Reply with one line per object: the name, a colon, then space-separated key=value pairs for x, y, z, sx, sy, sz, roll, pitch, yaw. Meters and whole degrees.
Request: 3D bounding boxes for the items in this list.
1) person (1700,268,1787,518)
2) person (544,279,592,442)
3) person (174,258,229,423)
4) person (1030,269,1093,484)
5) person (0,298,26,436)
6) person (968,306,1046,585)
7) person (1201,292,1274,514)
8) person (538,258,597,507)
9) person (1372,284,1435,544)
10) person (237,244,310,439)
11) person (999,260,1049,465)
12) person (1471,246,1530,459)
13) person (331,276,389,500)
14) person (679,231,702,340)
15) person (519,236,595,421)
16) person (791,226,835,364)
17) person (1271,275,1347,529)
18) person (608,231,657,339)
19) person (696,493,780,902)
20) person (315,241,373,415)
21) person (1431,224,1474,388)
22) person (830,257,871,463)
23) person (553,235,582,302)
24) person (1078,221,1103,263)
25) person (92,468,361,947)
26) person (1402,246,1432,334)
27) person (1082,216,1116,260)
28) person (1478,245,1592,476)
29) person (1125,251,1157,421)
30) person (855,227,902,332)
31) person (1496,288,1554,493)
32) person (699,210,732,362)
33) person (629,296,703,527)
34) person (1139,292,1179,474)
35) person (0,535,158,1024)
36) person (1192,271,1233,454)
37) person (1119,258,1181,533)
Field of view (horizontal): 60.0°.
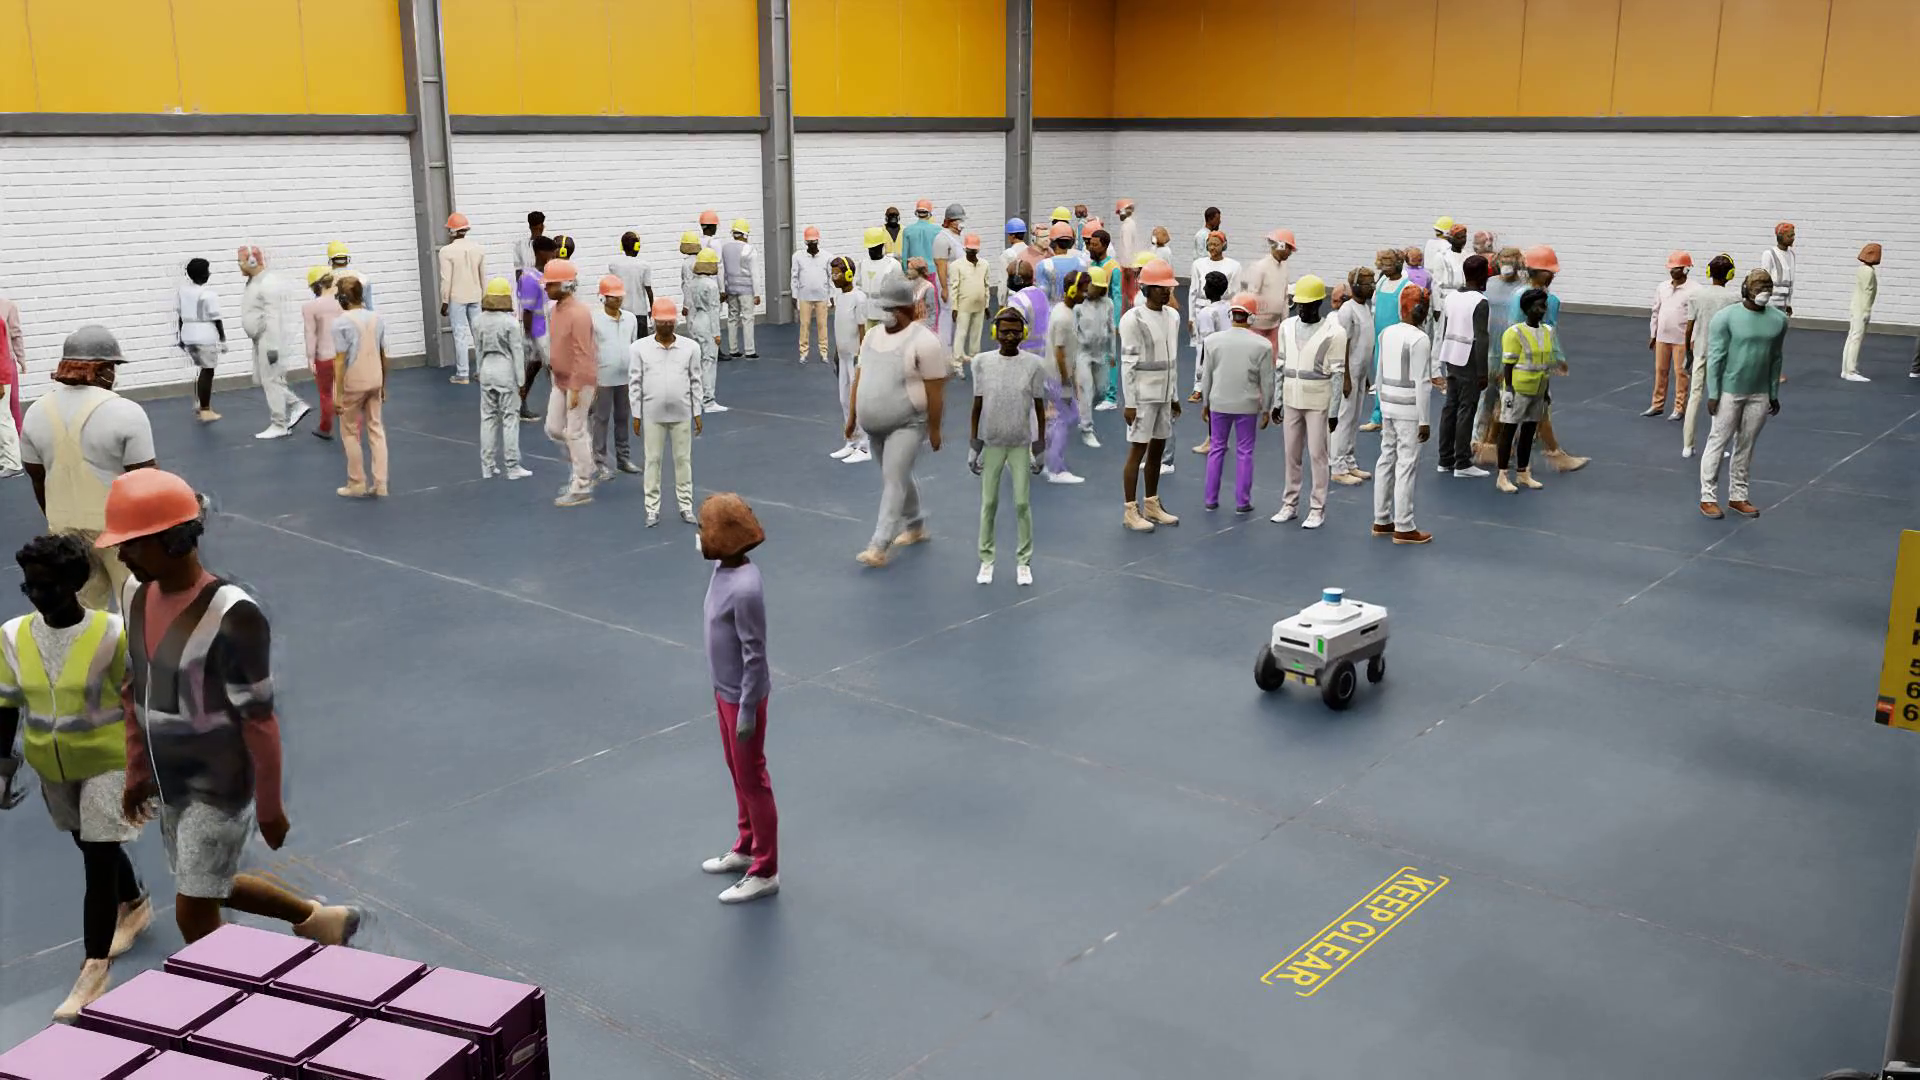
person: x=6.077 y=-1.134 z=12.910 sx=0.627 sy=1.941 sz=0.374 roll=-2 pitch=14 yaw=-8
person: x=-3.753 y=-1.740 z=15.963 sx=0.516 sy=1.633 sz=0.317 roll=6 pitch=15 yaw=24
person: x=-7.768 y=-2.054 z=17.097 sx=0.566 sy=1.677 sz=0.444 roll=6 pitch=15 yaw=23
person: x=0.864 y=-1.366 z=14.037 sx=0.508 sy=1.836 sz=0.576 roll=2 pitch=14 yaw=9
person: x=-8.922 y=-1.656 z=15.364 sx=0.525 sy=1.760 sz=0.340 roll=-12 pitch=18 yaw=-40
person: x=0.311 y=-0.616 z=11.019 sx=0.517 sy=1.857 sz=0.322 roll=1 pitch=14 yaw=6
person: x=2.178 y=-1.071 z=13.073 sx=0.574 sy=1.737 sz=0.354 roll=5 pitch=15 yaw=20
person: x=-3.132 y=-1.261 z=13.336 sx=0.434 sy=1.982 sz=0.659 roll=-11 pitch=18 yaw=-38
person: x=3.253 y=-0.917 z=12.153 sx=0.356 sy=1.887 sz=0.573 roll=-5 pitch=15 yaw=-19
person: x=-6.736 y=-1.942 z=16.254 sx=0.511 sy=1.885 sz=0.684 roll=-11 pitch=18 yaw=-37
person: x=0.557 y=-1.589 z=14.955 sx=0.429 sy=1.837 sz=0.630 roll=8 pitch=16 yaw=29
person: x=4.968 y=-1.716 z=15.237 sx=0.631 sy=1.940 sz=0.372 roll=6 pitch=15 yaw=22
person: x=-4.896 y=-1.228 z=13.509 sx=0.511 sy=1.829 sz=0.566 roll=8 pitch=16 yaw=30
person: x=-3.272 y=-2.897 z=20.357 sx=0.295 sy=1.744 sz=0.484 roll=4 pitch=15 yaw=16
person: x=-4.176 y=-2.142 z=17.009 sx=1.006 sy=1.898 sz=0.620 roll=0 pitch=14 yaw=-2
person: x=-1.875 y=-3.130 z=21.263 sx=0.572 sy=1.750 sz=0.331 roll=-2 pitch=14 yaw=-7
person: x=2.623 y=-1.045 z=12.605 sx=0.585 sy=1.918 sz=0.394 roll=13 pitch=19 yaw=43
person: x=-3.623 y=-2.485 z=18.474 sx=0.532 sy=1.860 sz=0.319 roll=1 pitch=14 yaw=6
person: x=-0.882 y=0.612 z=6.552 sx=0.266 sy=1.631 sz=0.507 roll=-5 pitch=15 yaw=-19
person: x=-6.485 y=-2.233 z=17.550 sx=0.591 sy=1.824 sz=0.405 roll=-9 pitch=17 yaw=-33
person: x=5.738 y=-2.722 z=19.373 sx=0.574 sy=1.883 sz=0.356 roll=-7 pitch=16 yaw=-27
person: x=-1.012 y=-1.632 z=15.083 sx=0.345 sy=1.856 sz=0.525 roll=-9 pitch=17 yaw=-32
person: x=-4.177 y=-2.298 z=17.693 sx=0.328 sy=1.876 sz=0.514 roll=-1 pitch=14 yaw=-3
person: x=1.495 y=-2.669 z=19.043 sx=0.371 sy=1.937 sz=0.551 roll=0 pitch=14 yaw=2
person: x=-2.355 y=0.734 z=5.322 sx=0.611 sy=2.013 sz=0.874 roll=9 pitch=17 yaw=32
person: x=5.214 y=-2.570 z=19.255 sx=0.517 sy=1.639 sz=0.314 roll=-6 pitch=15 yaw=-22
person: x=1.647 y=-3.039 z=20.592 sx=0.409 sy=1.907 sz=0.648 roll=-6 pitch=15 yaw=-23
person: x=5.053 y=-1.558 z=14.498 sx=1.019 sy=1.984 sz=0.617 roll=8 pitch=16 yaw=30
person: x=1.880 y=-2.031 z=16.848 sx=0.310 sy=1.769 sz=0.522 roll=-3 pitch=14 yaw=-10
person: x=-0.915 y=-2.477 z=18.321 sx=0.585 sy=1.918 sz=0.378 roll=8 pitch=16 yaw=28
person: x=4.710 y=-1.241 z=13.832 sx=0.532 sy=1.697 sz=0.319 roll=-8 pitch=16 yaw=-28
person: x=-3.214 y=-3.274 z=21.463 sx=0.551 sy=1.936 sz=0.357 roll=12 pitch=18 yaw=39
person: x=-2.229 y=-0.976 z=12.656 sx=0.563 sy=1.752 sz=0.325 roll=-4 pitch=15 yaw=-17
person: x=1.753 y=-1.393 z=14.568 sx=0.279 sy=1.633 sz=0.500 roll=-3 pitch=14 yaw=-10
person: x=-3.092 y=0.789 z=5.811 sx=0.539 sy=1.651 sz=0.799 roll=1 pitch=14 yaw=4
person: x=2.362 y=-1.638 z=15.414 sx=0.322 sy=1.697 sz=0.535 roll=11 pitch=18 yaw=36
person: x=1.457 y=-1.084 z=12.502 sx=0.373 sy=2.043 sz=0.615 roll=13 pitch=19 yaw=43
